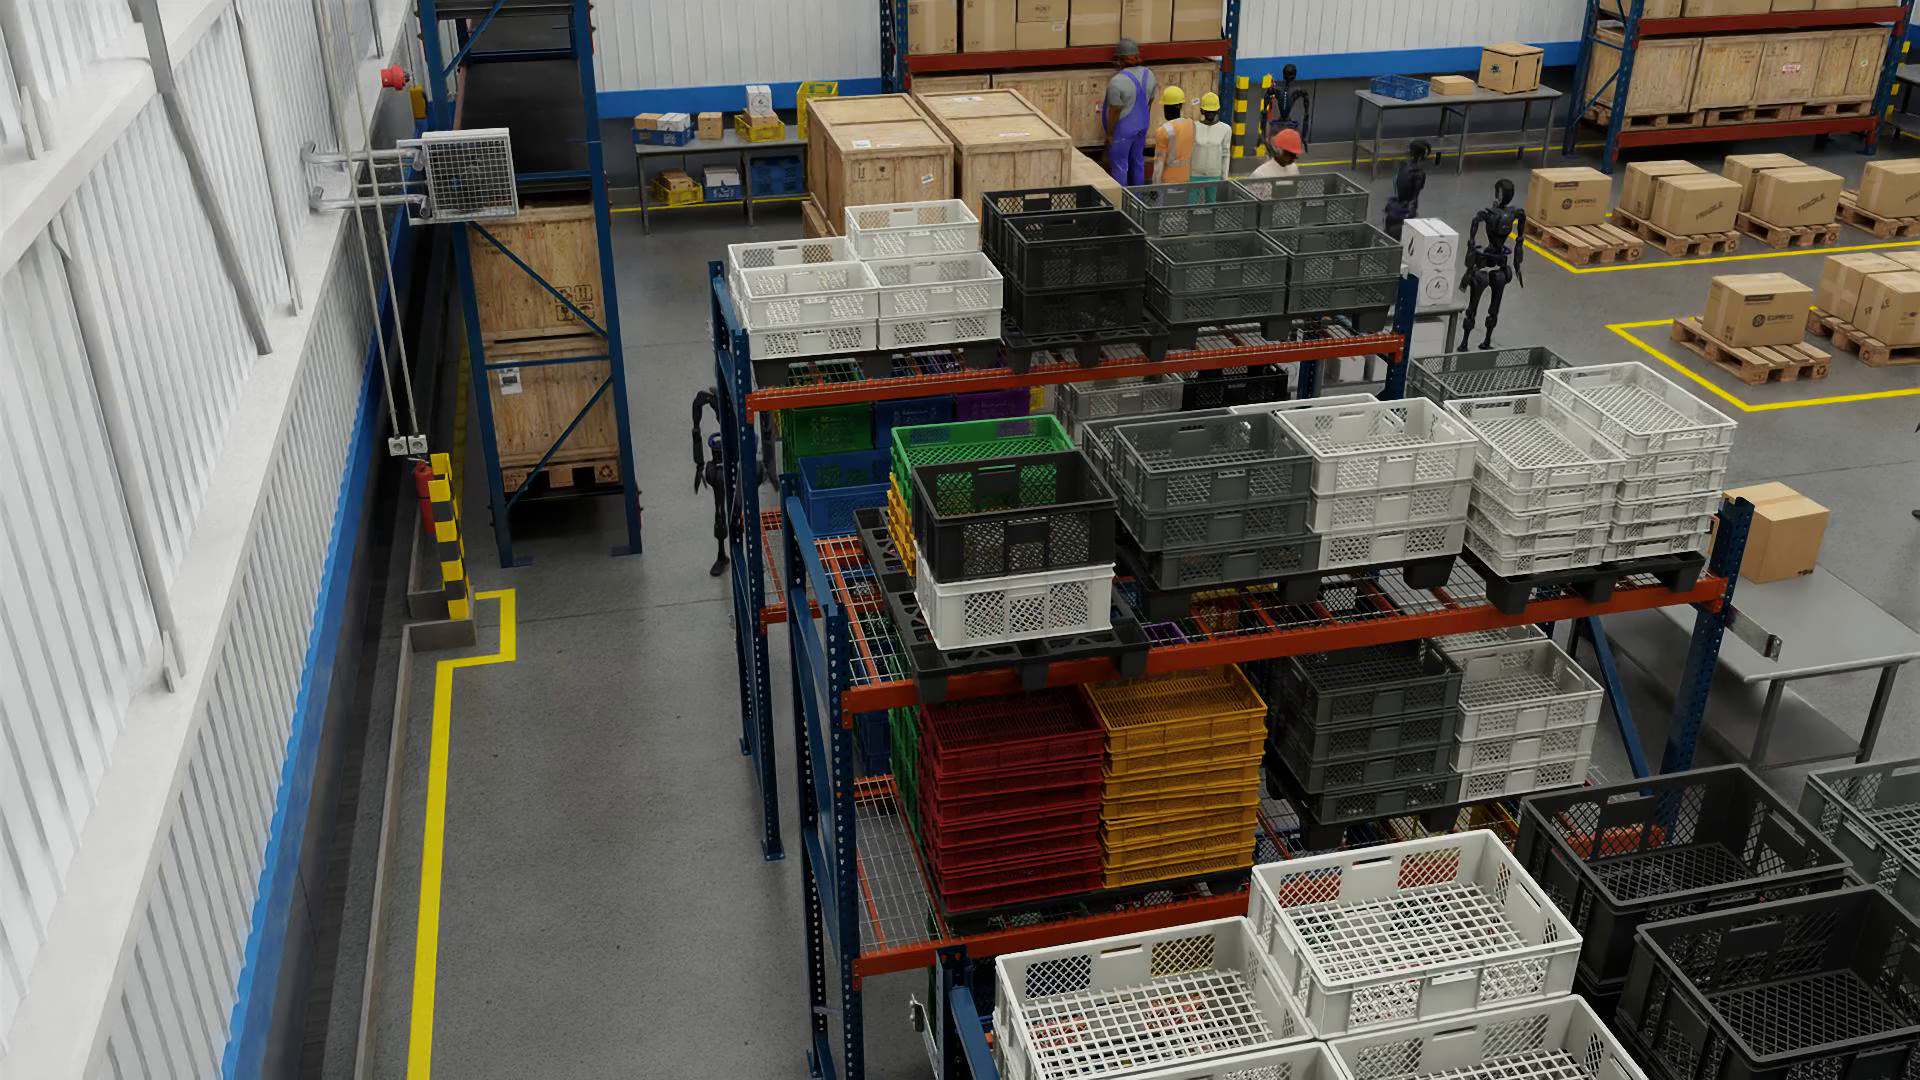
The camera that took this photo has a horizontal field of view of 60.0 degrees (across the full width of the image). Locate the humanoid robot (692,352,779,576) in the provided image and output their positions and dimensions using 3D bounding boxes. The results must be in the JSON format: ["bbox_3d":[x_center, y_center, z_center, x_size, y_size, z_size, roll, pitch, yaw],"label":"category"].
[{"bbox_3d":[-1.551,-0.523,11.517,0.602,1.653,0.315,-1,28,-2],"label":"humanoid robot"}]

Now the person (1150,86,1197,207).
[{"bbox_3d":[2.214,-3.794,17.482,0.400,1.917,0.582,25,37,39],"label":"person"}]

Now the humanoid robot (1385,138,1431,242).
[{"bbox_3d":[4.372,-3.189,16.595,0.473,1.636,0.630,2,28,4],"label":"humanoid robot"}]

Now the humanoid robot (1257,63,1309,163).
[{"bbox_3d":[3.801,-4.755,19.542,0.609,1.657,0.313,7,29,13],"label":"humanoid robot"}]

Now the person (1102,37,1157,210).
[{"bbox_3d":[1.885,-4.767,19.193,0.682,2.000,0.538,-23,35,-36],"label":"person"}]

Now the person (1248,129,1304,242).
[{"bbox_3d":[2.991,-2.936,15.825,0.934,1.942,0.608,24,36,38],"label":"person"}]

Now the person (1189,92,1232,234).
[{"bbox_3d":[2.633,-3.918,17.872,0.523,1.769,0.312,-1,28,-2],"label":"person"}]

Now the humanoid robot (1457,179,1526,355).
[{"bbox_3d":[4.878,-2.489,15.245,0.609,1.656,0.313,-6,28,-11],"label":"humanoid robot"}]

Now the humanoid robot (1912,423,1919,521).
[{"bbox_3d":[7.406,-0.895,12.218,0.600,1.657,0.331,8,29,16],"label":"humanoid robot"}]
